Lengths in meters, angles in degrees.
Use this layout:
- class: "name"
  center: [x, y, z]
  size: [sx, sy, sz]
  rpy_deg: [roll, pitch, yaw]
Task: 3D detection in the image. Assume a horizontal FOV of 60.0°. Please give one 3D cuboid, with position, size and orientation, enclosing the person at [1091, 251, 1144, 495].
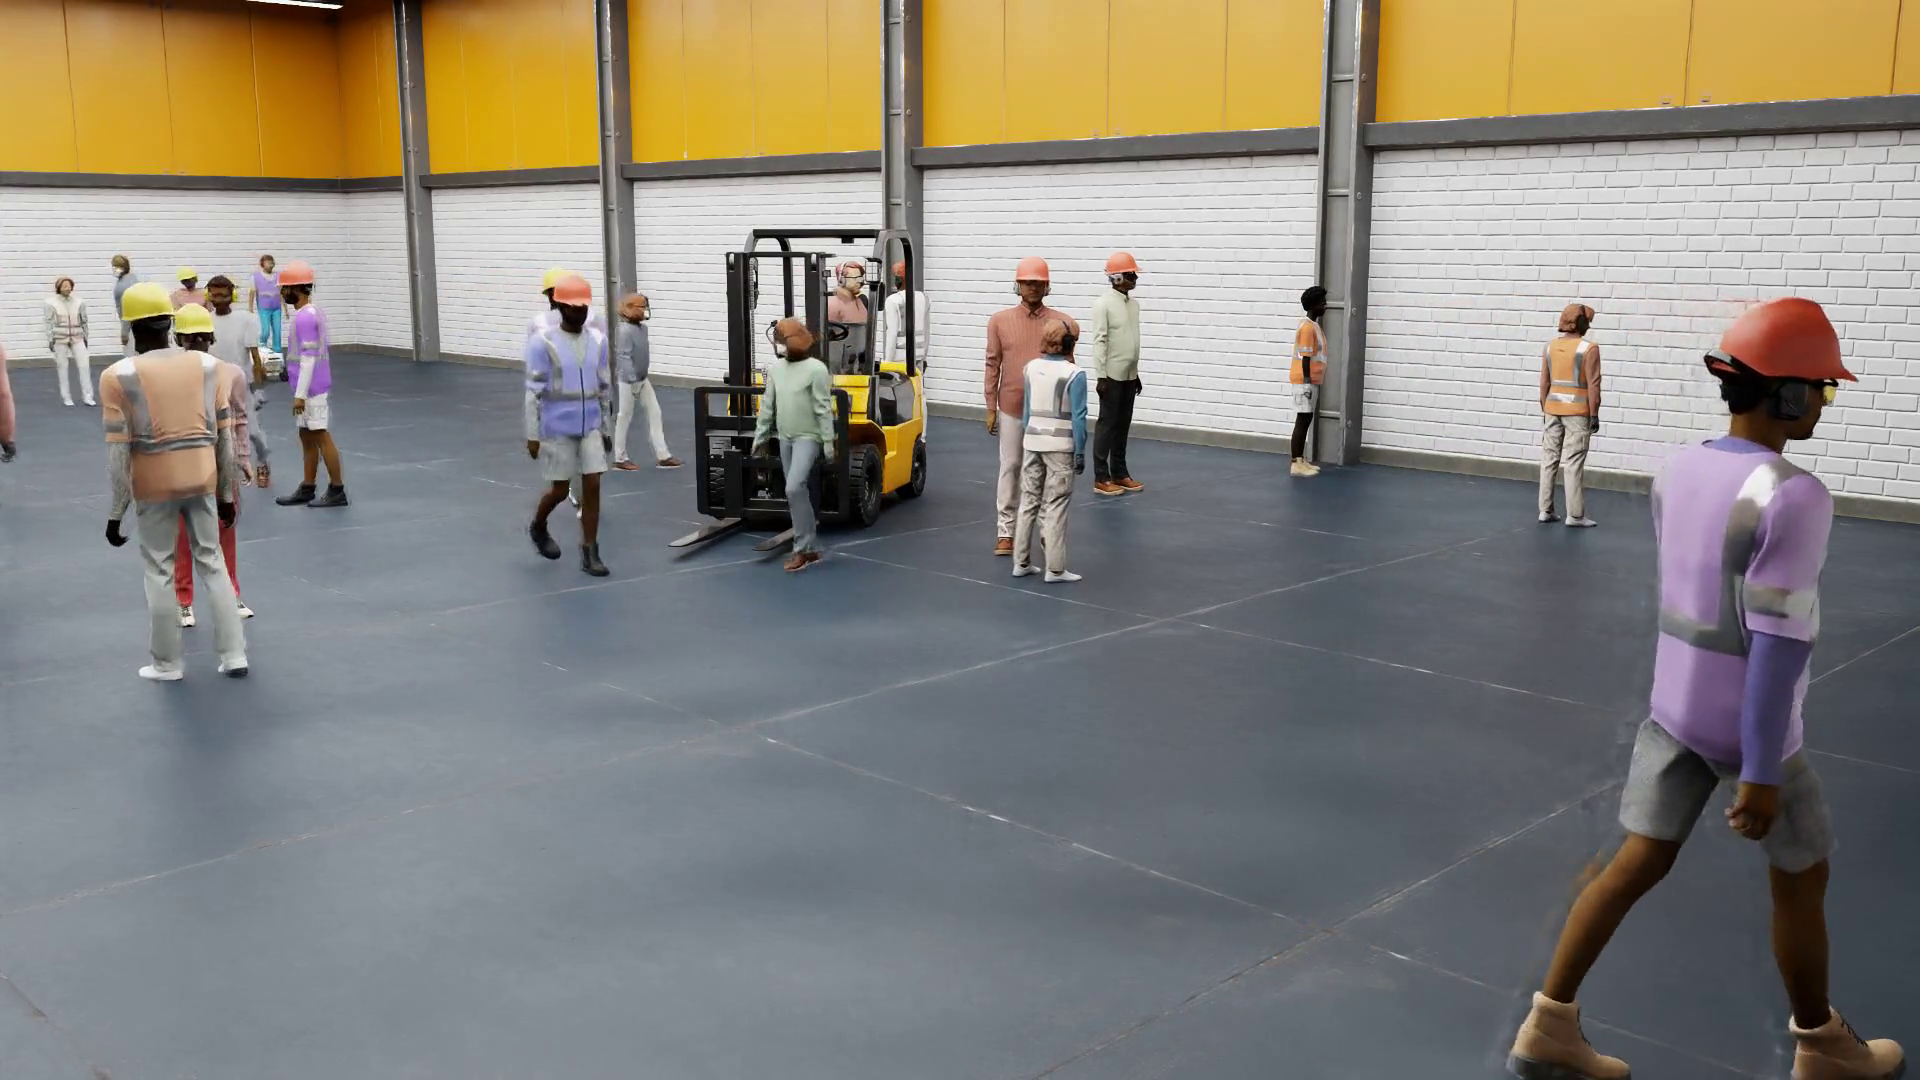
- class: "person"
  center: [1.313, -1.378, 13.775]
  size: [0.374, 1.995, 0.622]
  rpy_deg: [8, 13, 37]

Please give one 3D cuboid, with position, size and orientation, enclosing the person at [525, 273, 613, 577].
- class: "person"
  center: [-2.493, -0.730, 10.490]
  size: [0.583, 1.910, 0.677]
  rpy_deg: [-9, 14, -42]

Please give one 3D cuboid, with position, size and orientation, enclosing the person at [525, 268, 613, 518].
- class: "person"
  center: [-3.010, -1.119, 12.679]
  size: [0.609, 1.874, 0.941]
  rpy_deg: [-6, 12, -30]

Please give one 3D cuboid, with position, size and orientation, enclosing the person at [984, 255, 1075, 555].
- class: "person"
  center: [0.466, -0.888, 11.107]
  size: [0.612, 1.997, 0.375]
  rpy_deg: [-1, 10, -3]

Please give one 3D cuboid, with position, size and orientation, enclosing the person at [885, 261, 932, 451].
- class: "person"
  center: [-0.527, -1.780, 16.288]
  size: [0.356, 1.882, 0.573]
  rpy_deg: [9, 14, 42]

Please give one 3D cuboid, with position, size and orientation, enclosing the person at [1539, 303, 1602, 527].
- class: "person"
  center: [4.477, -0.913, 12.223]
  size: [0.311, 1.639, 0.512]
  rpy_deg: [-6, 12, -30]

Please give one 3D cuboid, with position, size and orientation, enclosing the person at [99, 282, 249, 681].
- class: "person"
  center: [-3.740, -0.250, 7.915]
  size: [0.532, 1.915, 0.627]
  rpy_deg: [9, 14, 41]

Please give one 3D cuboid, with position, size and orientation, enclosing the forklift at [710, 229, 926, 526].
- class: "forklift"
  center: [-1.050, -1.319, 12.920]
  size: [1.214, 2.155, 2.313]
  rpy_deg: [2, 11, 13]

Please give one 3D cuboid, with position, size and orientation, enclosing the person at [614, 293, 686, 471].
- class: "person"
  center: [-2.820, -1.409, 14.988]
  size: [0.739, 1.603, 0.530]
  rpy_deg: [3, 11, 16]

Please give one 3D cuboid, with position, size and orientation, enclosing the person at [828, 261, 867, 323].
- class: "person"
  center: [-0.975, -1.487, 14.619]
  size: [0.399, 1.908, 0.643]
  rpy_deg: [4, 11, 22]

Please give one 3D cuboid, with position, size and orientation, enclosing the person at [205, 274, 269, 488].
- class: "person"
  center: [-5.925, -1.265, 13.661]
  size: [0.529, 1.835, 0.876]
  rpy_deg: [-1, 10, -6]

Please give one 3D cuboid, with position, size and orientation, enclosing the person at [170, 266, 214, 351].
- class: "person"
  center: [-9.852, -2.653, 21.425]
  size: [0.518, 1.736, 0.680]
  rpy_deg: [-4, 11, -23]

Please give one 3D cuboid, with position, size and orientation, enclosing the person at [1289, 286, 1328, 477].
- class: "person"
  center: [3.097, -1.406, 14.777]
  size: [0.321, 1.689, 0.529]
  rpy_deg: [4, 11, 21]

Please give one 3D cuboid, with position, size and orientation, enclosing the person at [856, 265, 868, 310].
- class: "person"
  center: [-1.113, -1.991, 17.548]
  size: [0.429, 1.844, 0.625]
  rpy_deg: [-8, 13, -36]

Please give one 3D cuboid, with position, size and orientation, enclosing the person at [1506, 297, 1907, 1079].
- class: "person"
  center: [1.849, 0.412, 4.045]
  size: [1.038, 1.995, 0.626]
  rpy_deg: [-2, 11, -9]

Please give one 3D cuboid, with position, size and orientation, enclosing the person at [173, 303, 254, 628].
- class: "person"
  center: [-4.155, -0.414, 9.153]
  size: [0.526, 1.768, 0.331]
  rpy_deg: [-10, 14, -42]

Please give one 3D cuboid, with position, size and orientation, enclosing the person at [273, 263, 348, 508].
- class: "person"
  center: [-5.132, -1.184, 13.029]
  size: [0.657, 1.928, 0.561]
  rpy_deg: [-4, 11, -21]

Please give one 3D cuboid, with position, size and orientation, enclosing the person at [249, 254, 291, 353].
- class: "person"
  center: [-11.427, -3.809, 27.502]
  size: [0.454, 1.822, 0.615]
  rpy_deg: [9, 14, 42]

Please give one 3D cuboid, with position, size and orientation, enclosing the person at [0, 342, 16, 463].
- class: "person"
  center: [-6.063, -0.631, 10.030]
  size: [0.647, 1.880, 0.775]
  rpy_deg: [-6, 12, -29]

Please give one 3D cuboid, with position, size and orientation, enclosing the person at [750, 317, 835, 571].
- class: "person"
  center: [-1.095, -0.600, 10.580]
  size: [0.520, 1.613, 0.597]
  rpy_deg: [9, 14, 40]

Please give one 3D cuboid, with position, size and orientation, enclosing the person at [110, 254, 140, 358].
- class: "person"
  center: [-10.597, -2.691, 21.268]
  size: [0.368, 1.899, 0.792]
  rpy_deg: [-5, 11, -25]

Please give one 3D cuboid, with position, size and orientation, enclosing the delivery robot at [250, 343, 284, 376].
- class: "delivery robot"
  center: [-10.197, -2.635, 24.314]
  size: [0.707, 0.478, 0.477]
  rpy_deg: [9, 14, 40]

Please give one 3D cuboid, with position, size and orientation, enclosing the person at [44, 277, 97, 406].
- class: "person"
  center: [-11.077, -2.451, 20.688]
  size: [0.528, 1.614, 0.680]
  rpy_deg: [-10, 14, -43]

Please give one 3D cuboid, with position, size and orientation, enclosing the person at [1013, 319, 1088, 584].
- class: "person"
  center: [0.566, -0.546, 10.276]
  size: [0.340, 1.625, 0.521]
  rpy_deg: [-10, 14, -43]
